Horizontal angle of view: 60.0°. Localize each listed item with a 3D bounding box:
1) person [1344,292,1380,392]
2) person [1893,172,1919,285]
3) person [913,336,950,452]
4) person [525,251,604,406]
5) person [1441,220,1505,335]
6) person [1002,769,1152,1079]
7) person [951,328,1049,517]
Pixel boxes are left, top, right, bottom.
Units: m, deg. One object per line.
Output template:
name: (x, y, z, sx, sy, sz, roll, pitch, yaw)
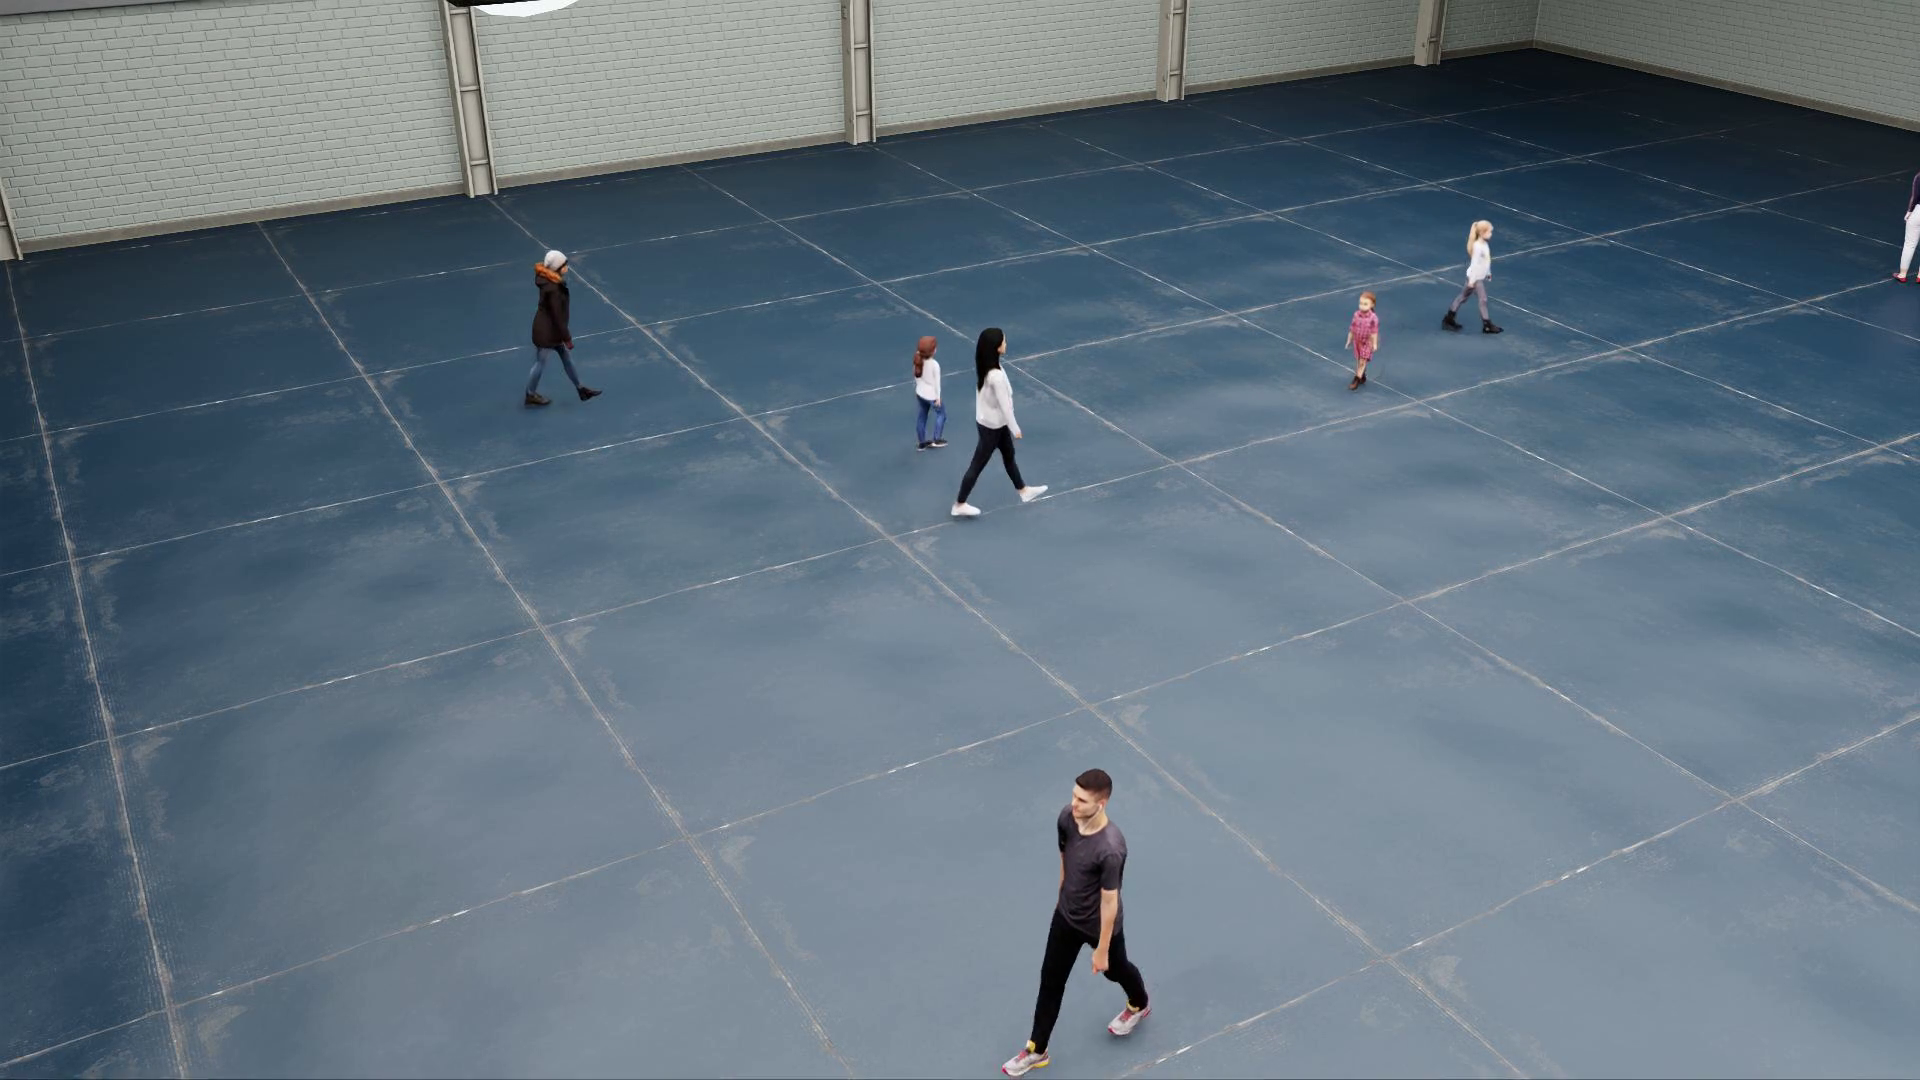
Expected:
person: (4.091, -2.022, 16.792, 0.614, 1.001, 0.773, 17, 32, 30)
person: (11.410, -3.835, 19.649, 0.679, 1.610, 0.739, 7, 28, 13)
person: (-0.326, -1.343, 15.363, 0.537, 1.102, 0.597, 19, 33, 32)
person: (-4.058, -2.025, 16.168, 1.092, 1.578, 0.862, -7, 28, -14)
person: (5.570, -2.871, 18.173, 0.903, 1.247, 0.875, 9, 29, 18)
person: (0.725, 1.899, 8.391, 1.178, 1.722, 0.738, -18, 32, -31)
person: (0.185, -0.938, 13.977, 1.186, 1.651, 0.869, -5, 28, -10)
